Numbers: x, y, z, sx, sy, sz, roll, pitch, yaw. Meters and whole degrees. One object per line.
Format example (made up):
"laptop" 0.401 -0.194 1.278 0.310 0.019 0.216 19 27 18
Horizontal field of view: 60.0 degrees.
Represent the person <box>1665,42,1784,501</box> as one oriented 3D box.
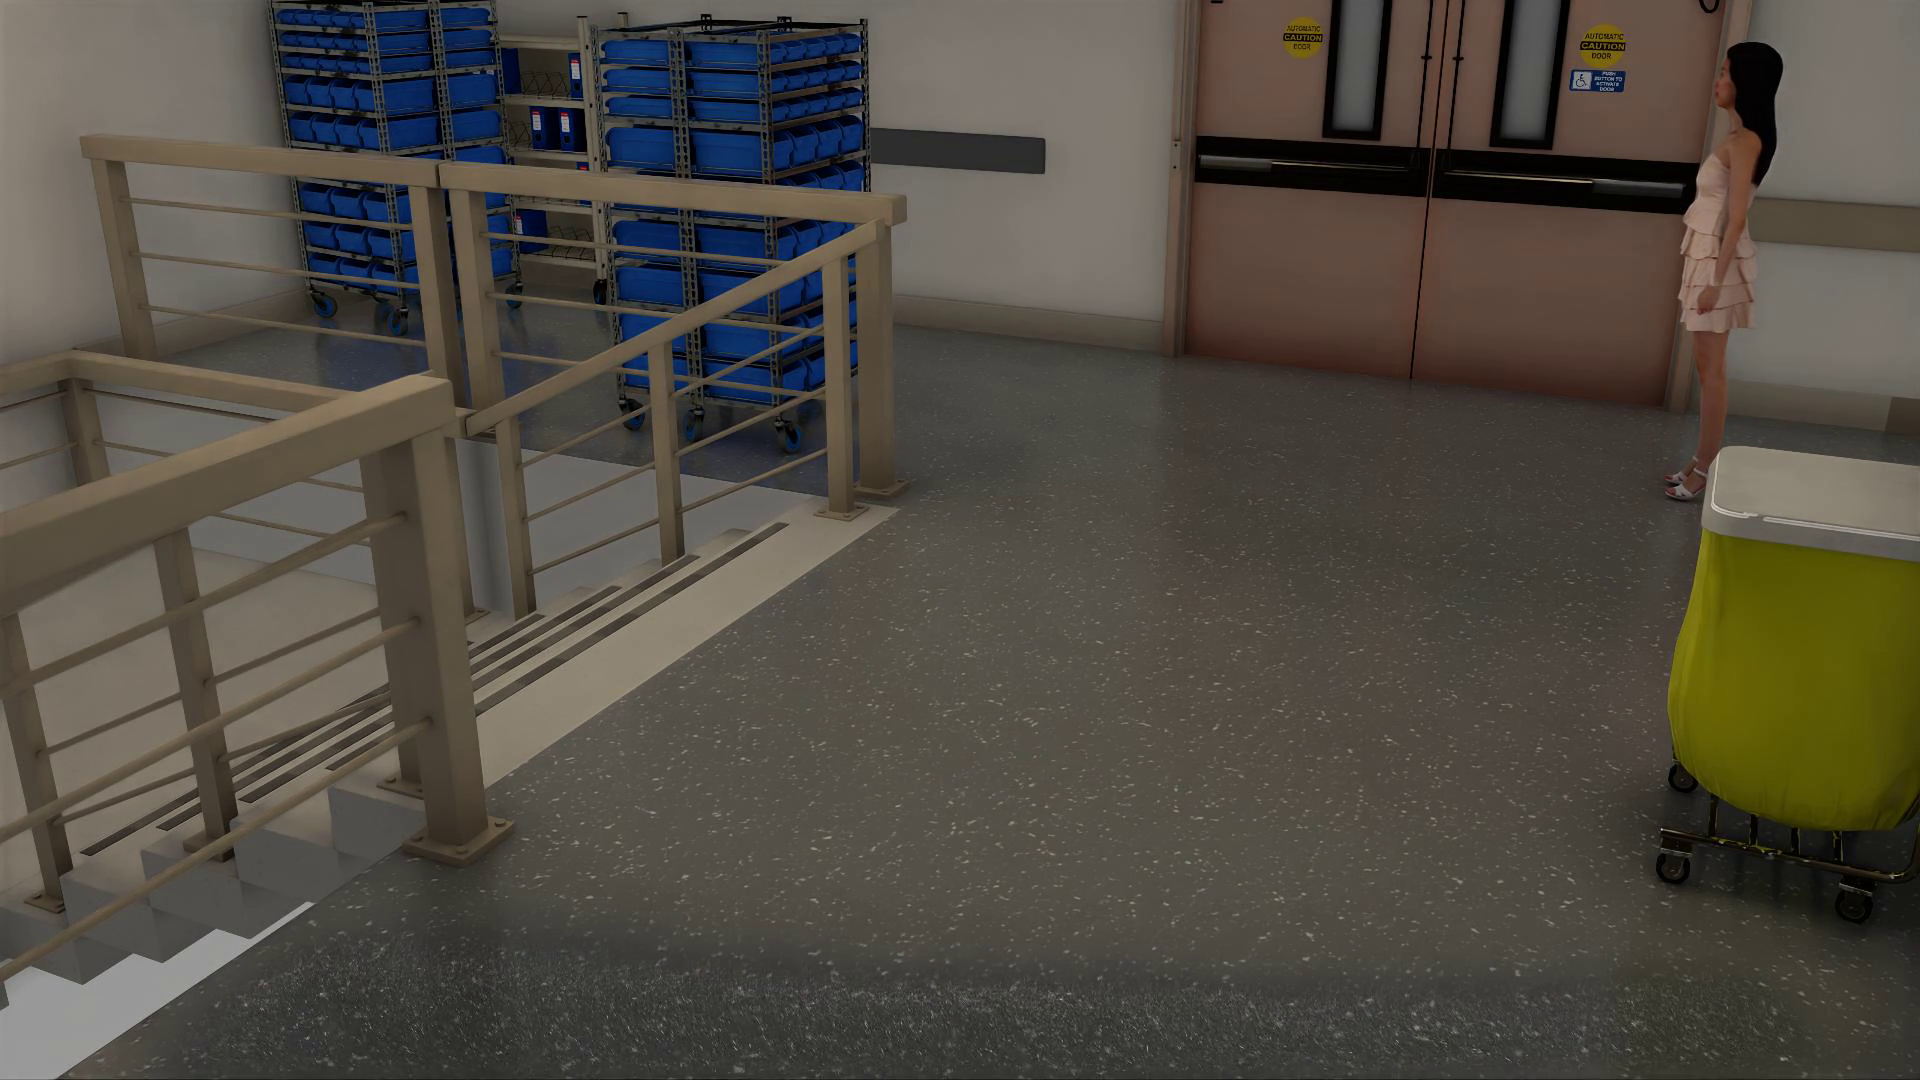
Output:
"person" 2.903 -0.996 6.338 0.516 1.734 0.576 9 23 22
